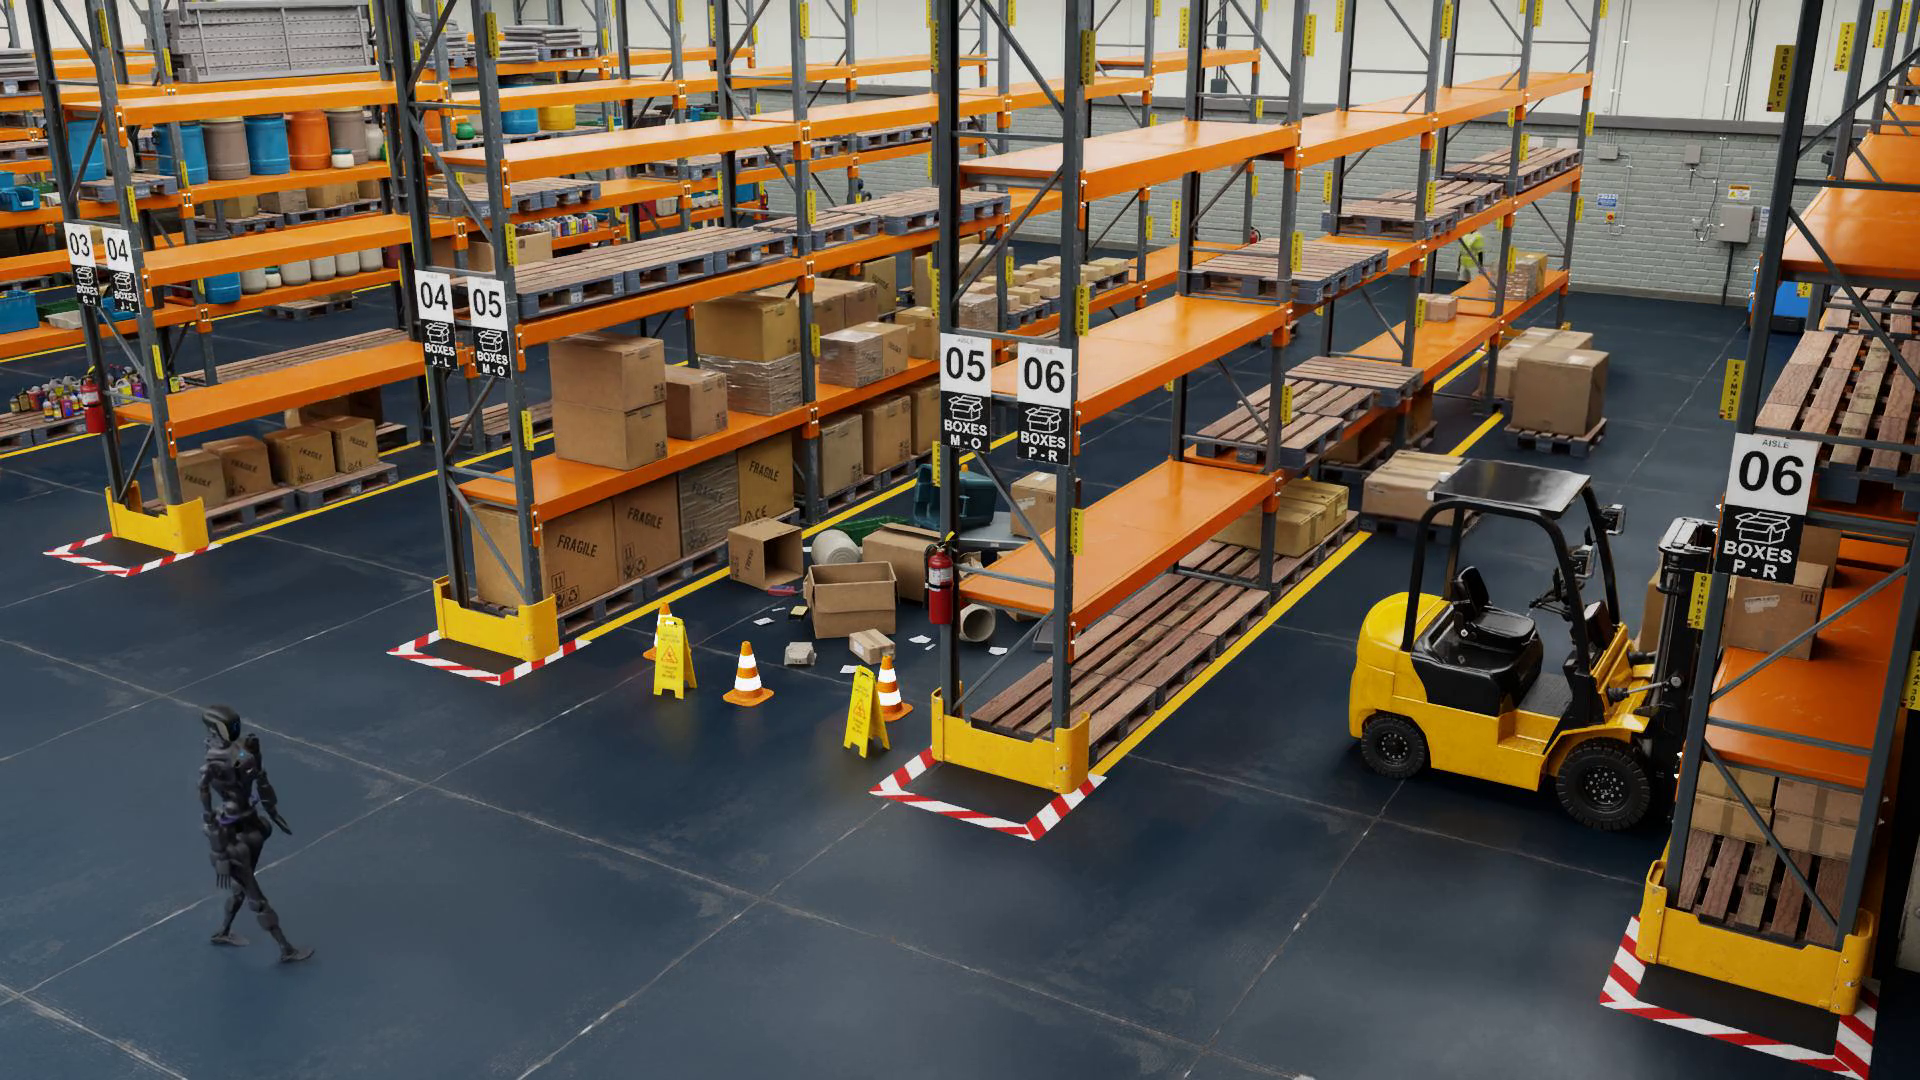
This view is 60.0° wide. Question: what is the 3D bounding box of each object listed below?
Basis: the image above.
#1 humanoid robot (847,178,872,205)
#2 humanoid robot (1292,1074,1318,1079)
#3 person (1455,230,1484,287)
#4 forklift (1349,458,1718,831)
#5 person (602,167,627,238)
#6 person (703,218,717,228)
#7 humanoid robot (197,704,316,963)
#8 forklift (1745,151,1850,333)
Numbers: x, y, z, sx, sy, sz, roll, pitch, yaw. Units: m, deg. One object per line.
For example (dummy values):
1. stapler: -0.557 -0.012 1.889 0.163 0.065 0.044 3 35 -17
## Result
1. humanoid robot: -1.976 -6.321 32.771 0.595 1.638 0.688 -10 21 -27
2. humanoid robot: 1.114 2.911 6.043 0.537 1.765 1.030 10 22 27
3. person: 8.540 -4.560 27.669 0.323 1.655 0.707 -8 21 -23
4. forklift: 3.988 0.658 11.776 2.313 2.155 1.214 11 22 29
5. person: -7.539 -7.389 35.695 0.880 1.762 0.492 7 20 20
6. person: -5.250 -7.053 34.838 0.491 1.688 0.348 -6 20 -17
7. humanoid robot: -4.139 1.685 9.661 0.771 1.627 0.596 4 19 11
8. forklift: 13.620 -4.667 26.137 1.873 2.768 1.129 11 22 29
